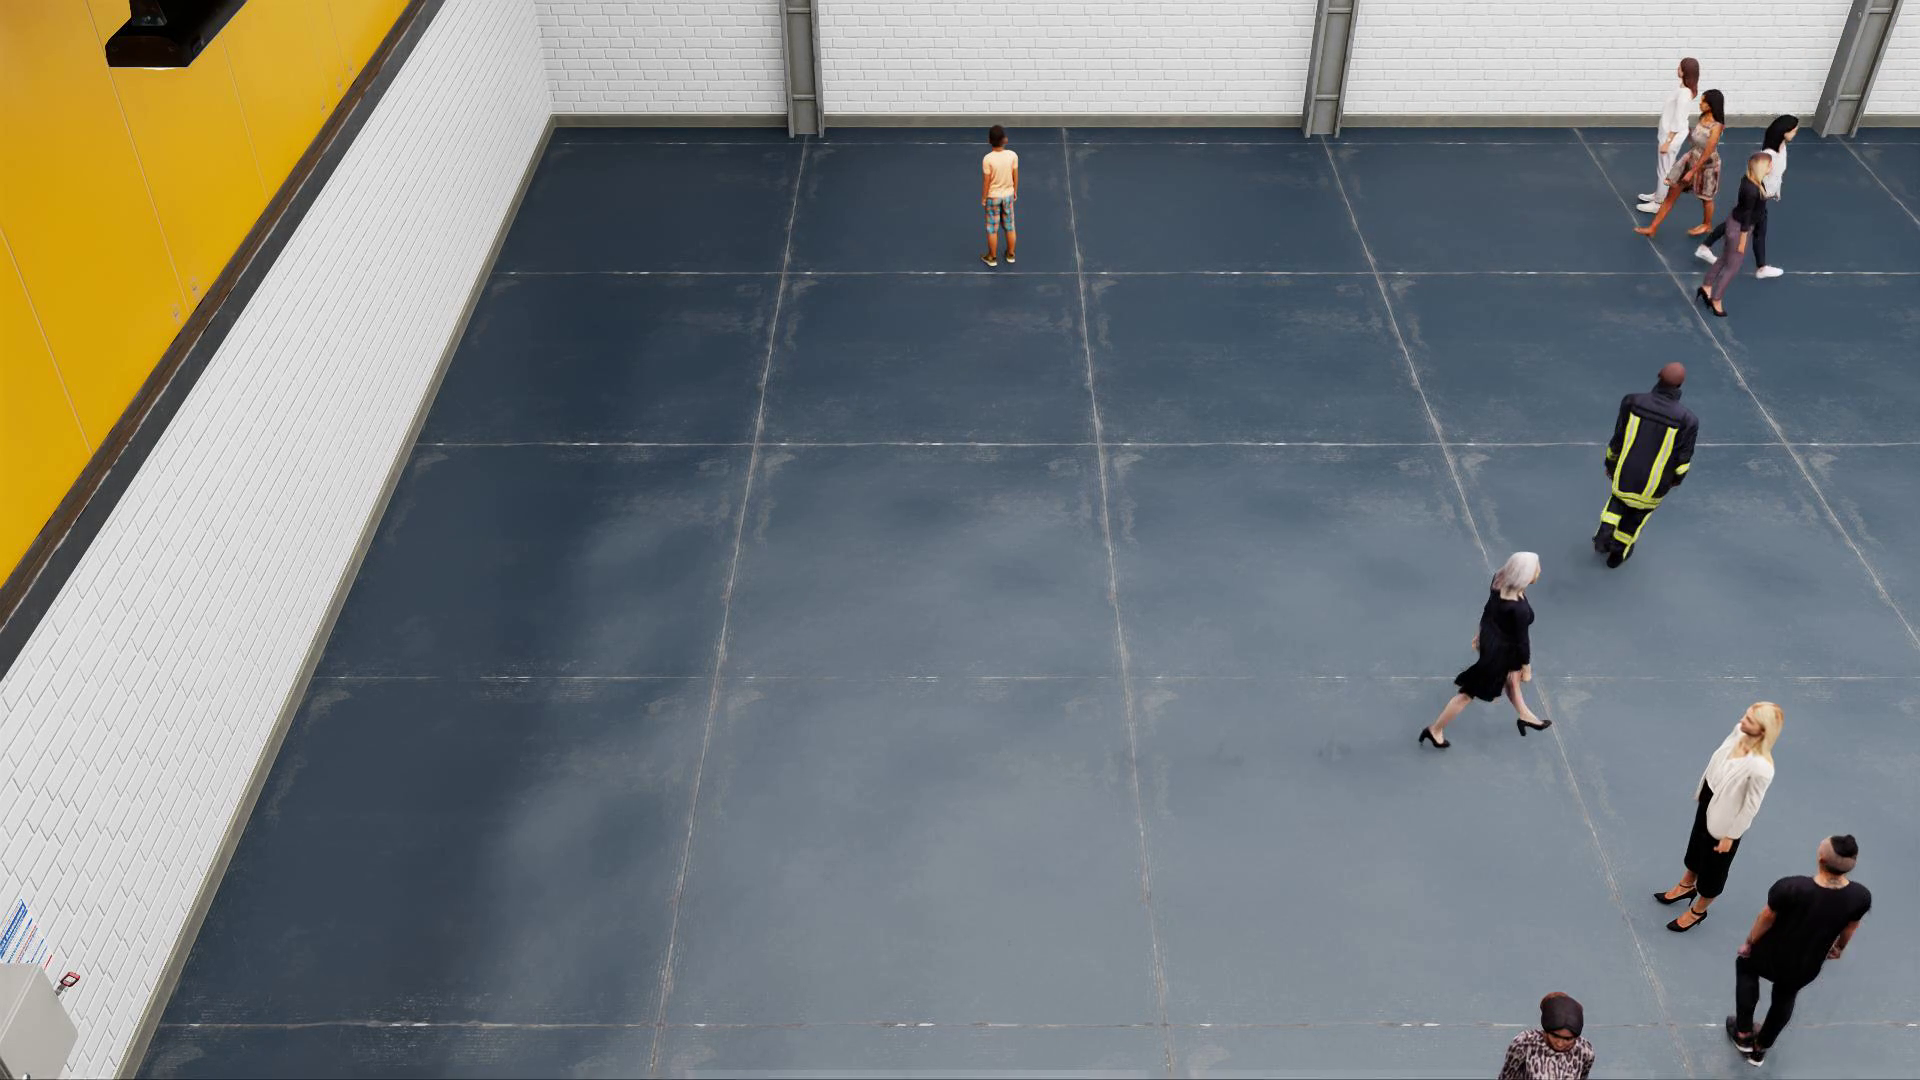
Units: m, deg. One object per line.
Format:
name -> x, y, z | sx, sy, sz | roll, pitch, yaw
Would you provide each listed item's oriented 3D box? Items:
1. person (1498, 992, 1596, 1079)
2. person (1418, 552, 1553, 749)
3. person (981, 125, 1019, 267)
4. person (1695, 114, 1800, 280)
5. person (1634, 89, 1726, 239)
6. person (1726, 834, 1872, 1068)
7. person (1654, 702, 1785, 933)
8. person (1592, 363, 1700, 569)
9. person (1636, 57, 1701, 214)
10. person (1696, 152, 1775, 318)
person -> 2.900, 2.903, 8.458 | 0.549, 1.714, 0.673 | 6, 39, 8
person -> 3.502, 0.793, 11.113 | 1.177, 1.698, 0.663 | -3, 39, -3
person -> 0.398, -3.435, 16.598 | 0.515, 1.460, 0.642 | -12, 40, -15
person -> 7.771, -3.412, 16.412 | 1.174, 1.656, 0.975 | 21, 43, 25
person -> 7.600, -3.775, 16.918 | 1.172, 1.592, 0.764 | -8, 39, -10
person -> 4.570, 2.279, 9.122 | 0.569, 1.860, 0.806 | 7, 39, 9
person -> 4.536, 1.649, 9.913 | 0.516, 1.857, 0.618 | 1, 39, 1
person -> 5.192, -0.528, 12.679 | 0.915, 1.808, 0.978 | 30, 47, 32
person -> 7.480, -4.250, 17.435 | 0.687, 1.688, 0.680 | 17, 42, 20
person -> 7.348, -2.931, 15.799 | 0.651, 1.669, 0.669 | 10, 40, 13
